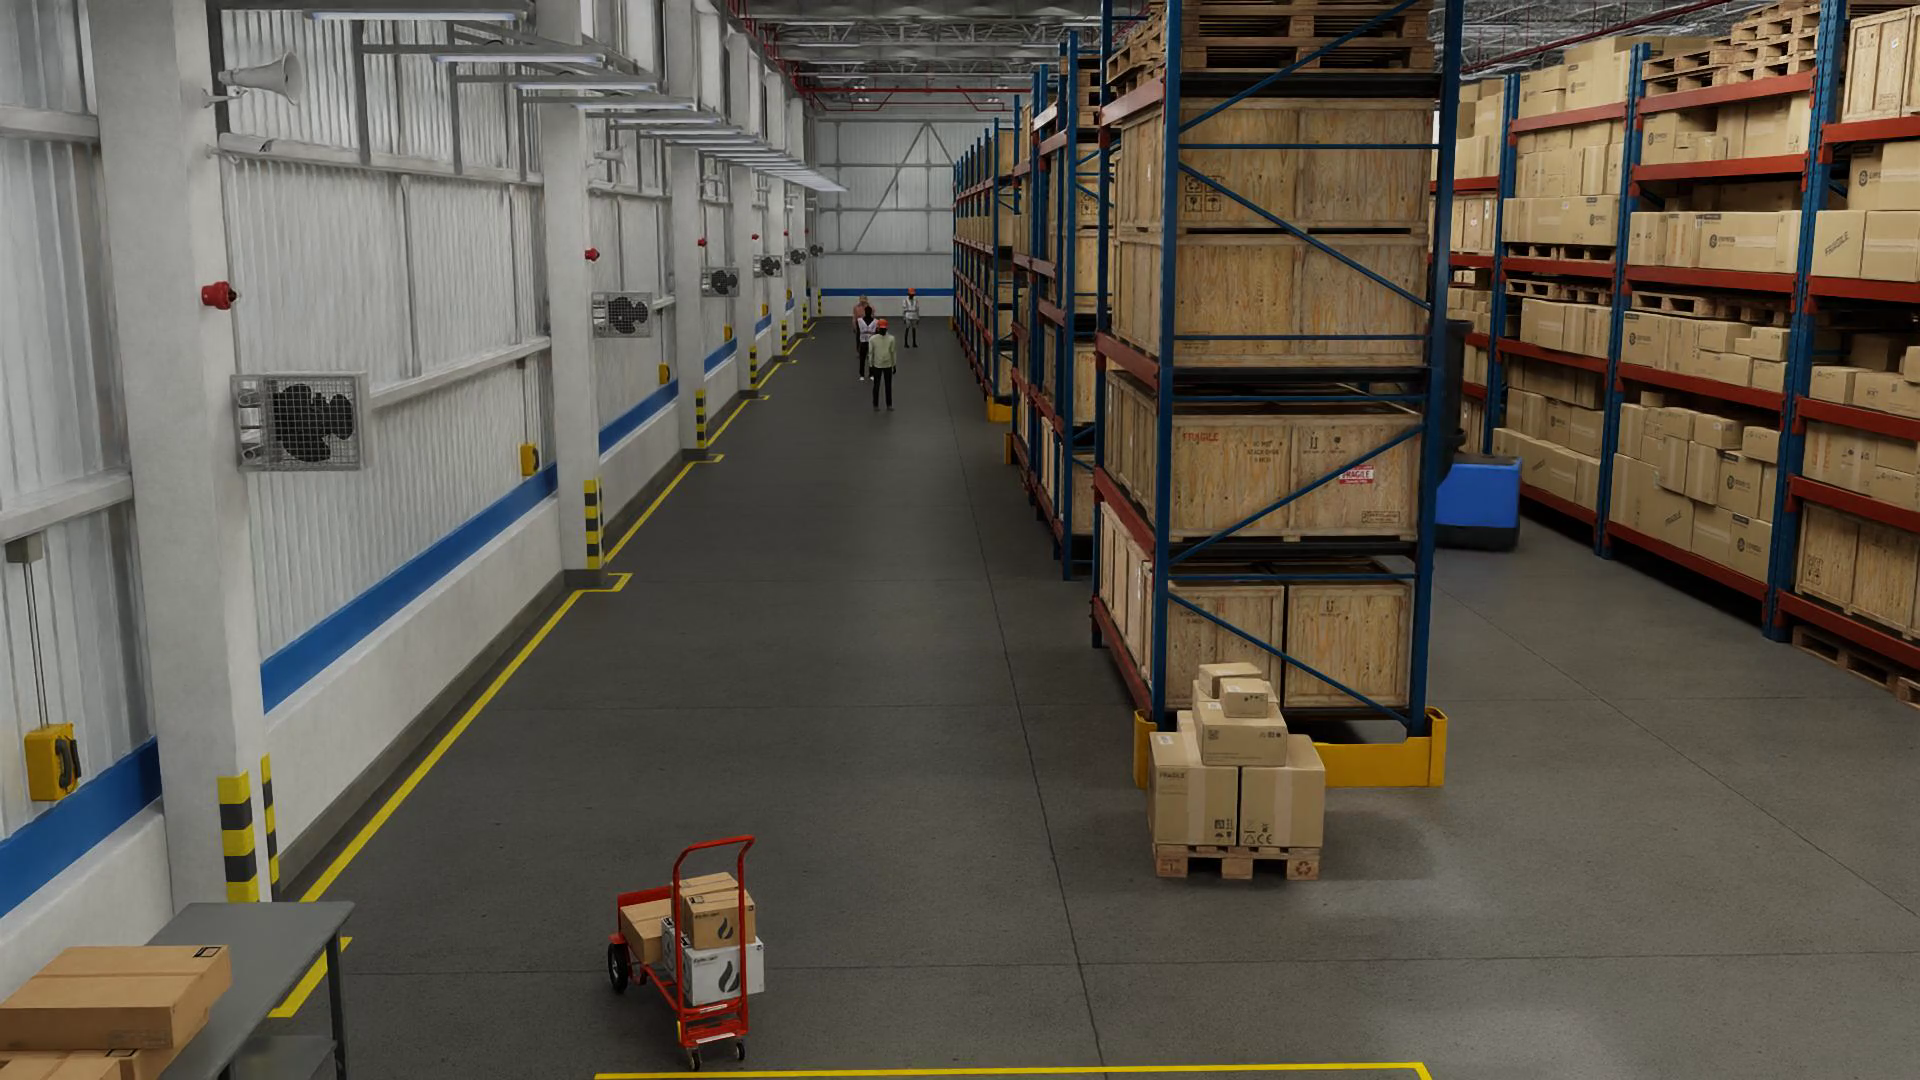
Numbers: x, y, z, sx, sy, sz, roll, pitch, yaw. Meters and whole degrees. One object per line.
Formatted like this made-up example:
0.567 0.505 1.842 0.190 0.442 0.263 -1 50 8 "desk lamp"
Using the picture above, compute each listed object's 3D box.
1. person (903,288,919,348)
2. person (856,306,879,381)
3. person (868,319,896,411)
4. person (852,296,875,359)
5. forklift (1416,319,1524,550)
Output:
-1.568 -7.151 53.561 0.541 1.927 0.393 -4 12 -21 "person"
-2.361 -5.032 42.577 0.600 1.906 0.411 -2 11 -8 "person"
-1.665 -3.755 35.728 0.617 1.986 0.409 -3 11 -16 "person"
-2.848 -6.231 48.962 0.669 1.867 0.968 0 11 1 "person"
6.149 -1.374 20.998 1.873 2.768 1.129 4 12 21 "forklift"
